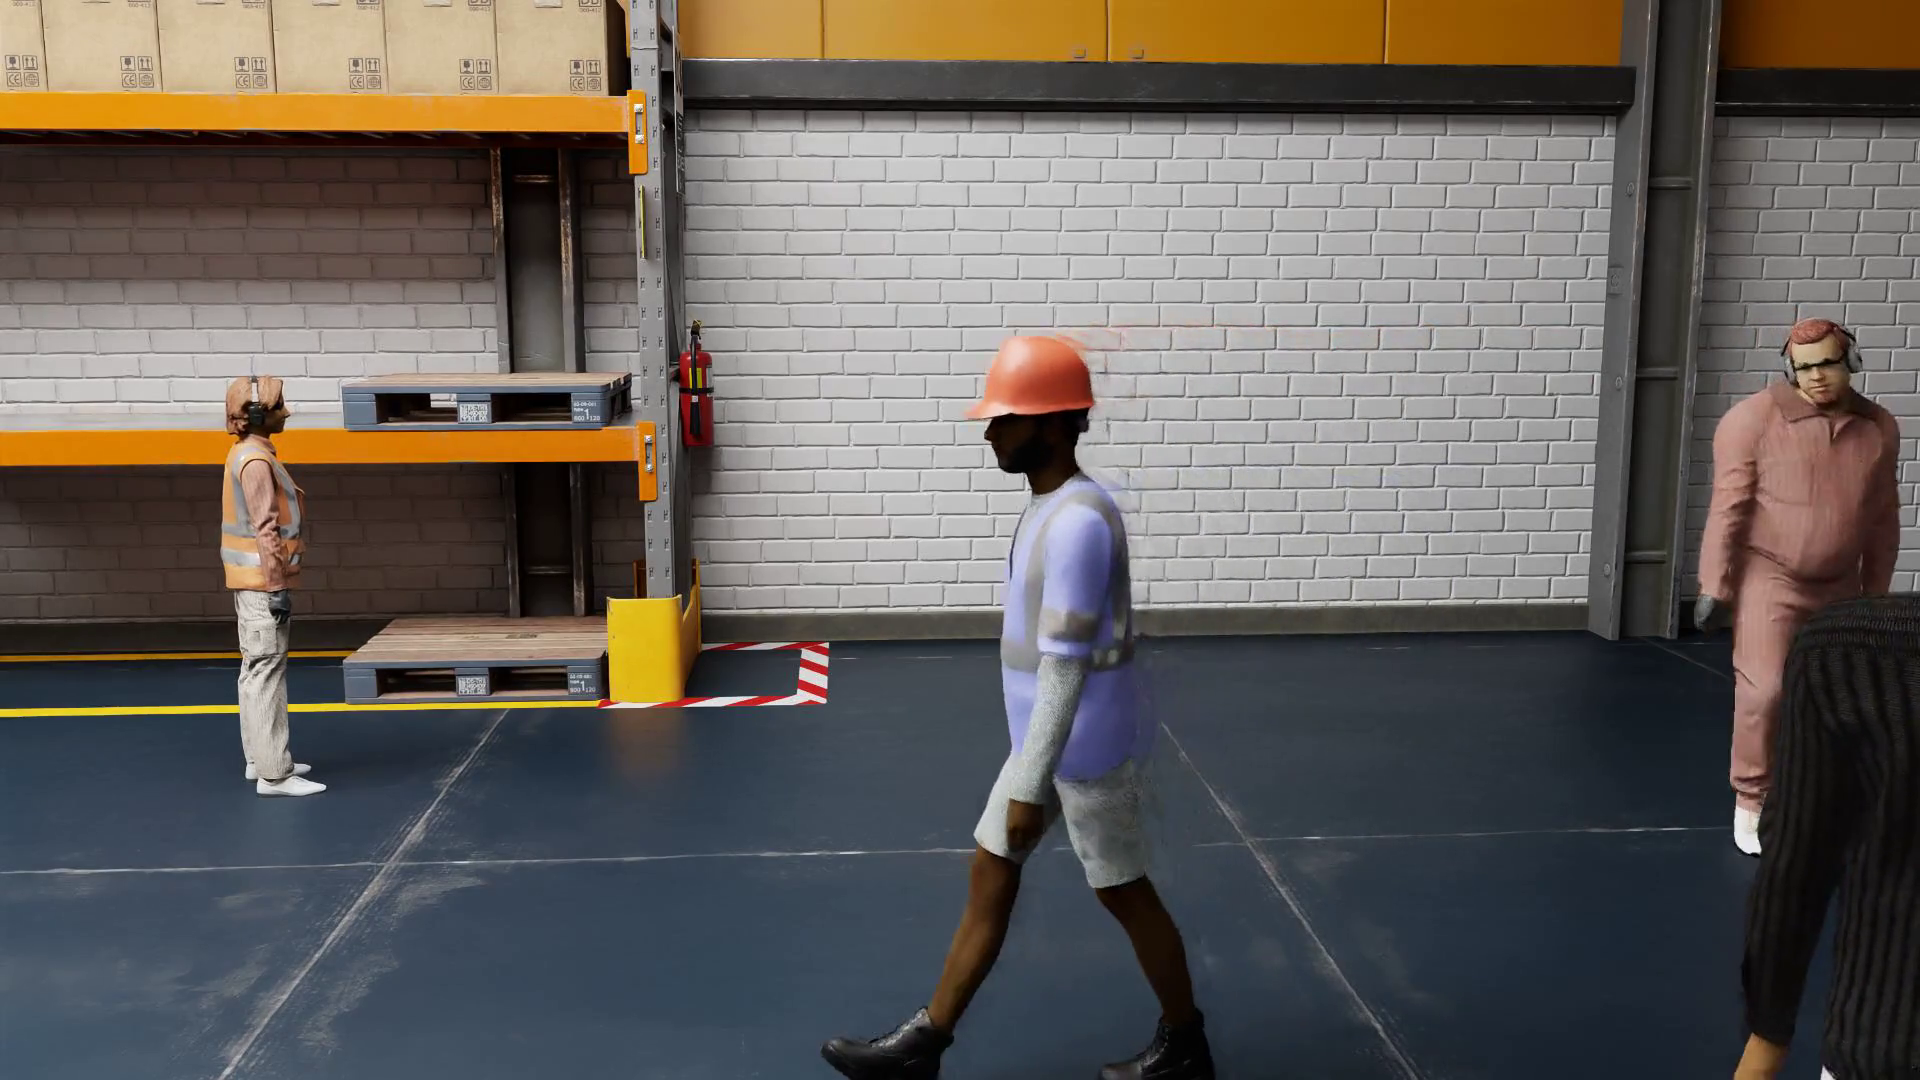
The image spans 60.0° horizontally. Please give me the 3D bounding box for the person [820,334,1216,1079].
[{"bbox_3d":[0.184,0.464,3.940,1.006,1.876,0.561,-1,9,-8],"label":"person"}]

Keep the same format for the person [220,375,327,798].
[{"bbox_3d":[-2.704,0.180,6.483,0.308,1.640,0.511,-5,10,-29],"label":"person"}]

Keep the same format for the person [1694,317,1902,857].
[{"bbox_3d":[2.907,0.170,5.800,0.742,1.878,0.460,-1,9,-7],"label":"person"}]

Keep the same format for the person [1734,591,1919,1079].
[{"bbox_3d":[1.343,0.711,2.136,0.619,1.968,0.825,3,10,20],"label":"person"}]
